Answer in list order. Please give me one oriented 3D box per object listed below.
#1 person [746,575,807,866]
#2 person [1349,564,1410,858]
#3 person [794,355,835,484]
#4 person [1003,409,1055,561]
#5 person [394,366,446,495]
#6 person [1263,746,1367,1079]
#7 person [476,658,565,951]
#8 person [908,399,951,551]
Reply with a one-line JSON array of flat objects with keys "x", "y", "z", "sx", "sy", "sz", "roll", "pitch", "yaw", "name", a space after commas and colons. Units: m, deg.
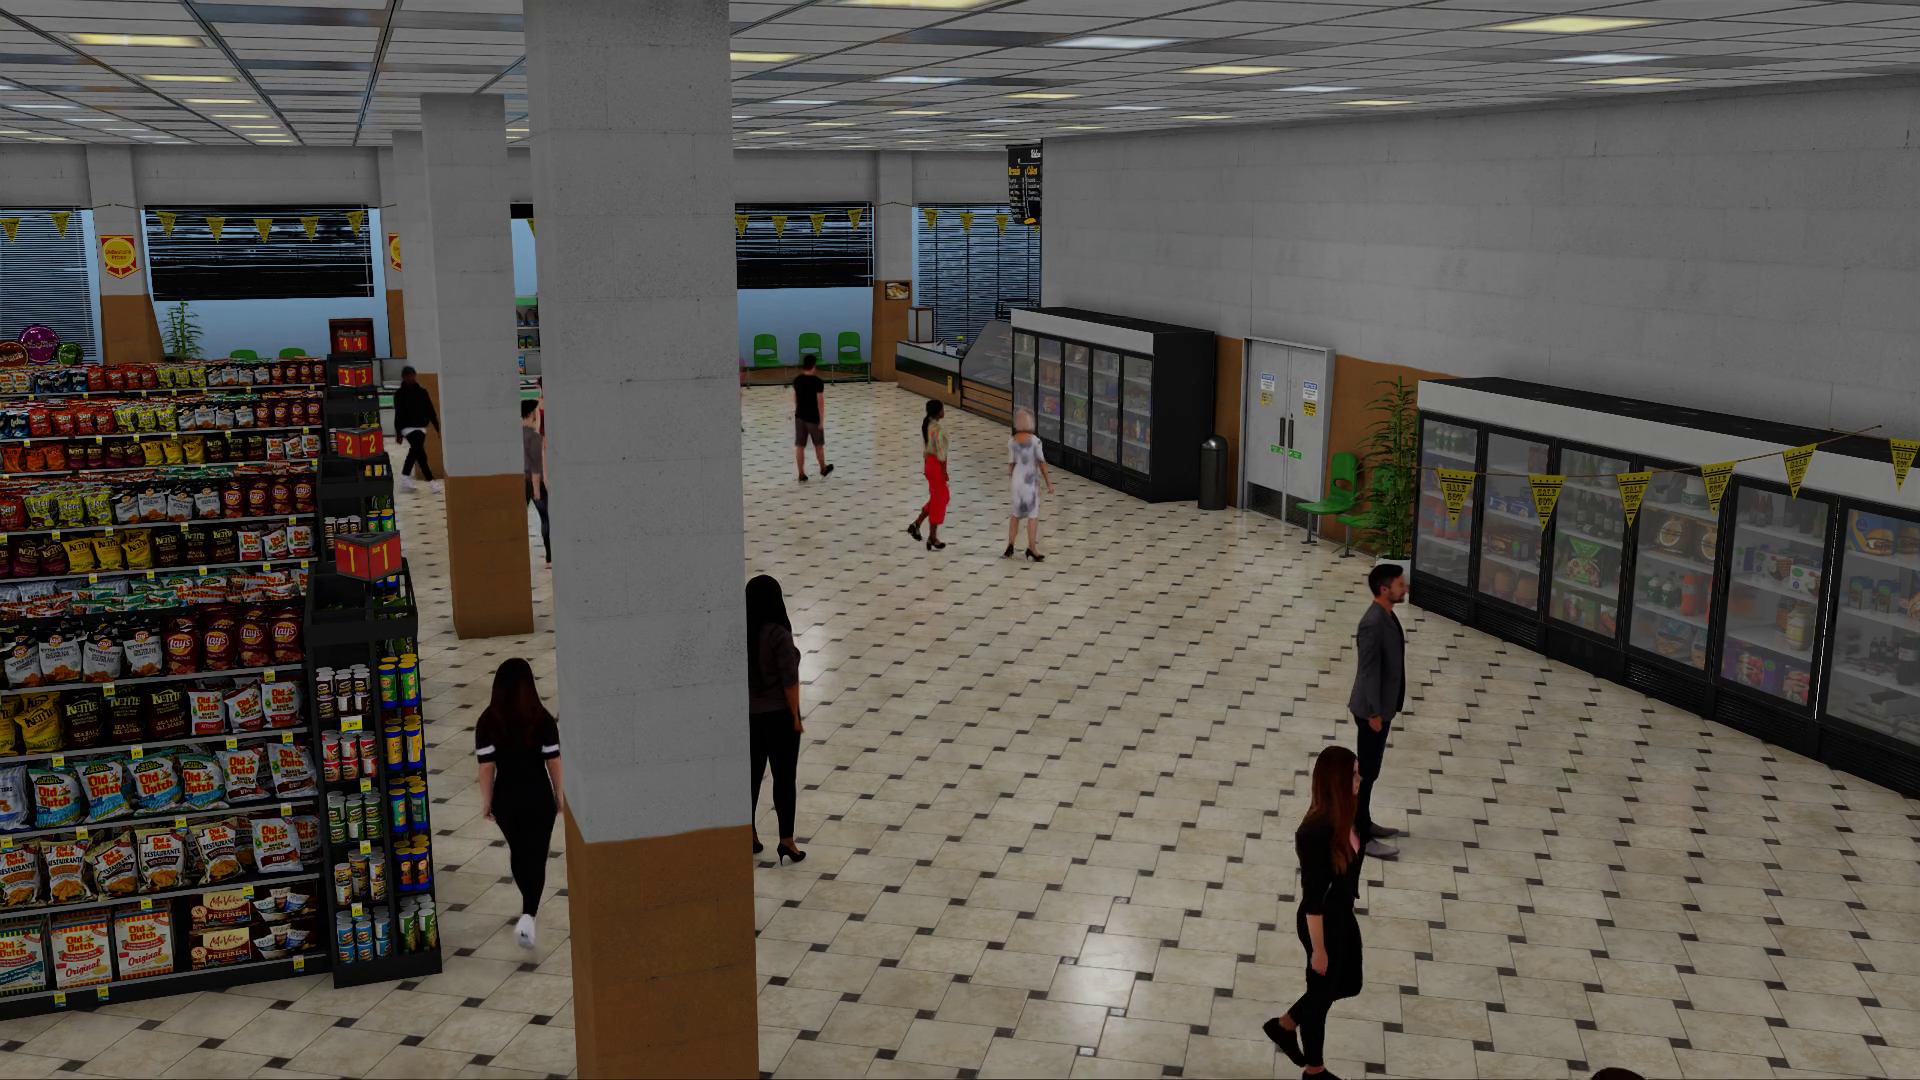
[{"x": -1.213, "y": 1.122, "z": 10.407, "sx": 0.750, "sy": 1.841, "sz": 0.799, "roll": 7, "pitch": 14, "yaw": 29, "name": "person"}, {"x": 2.654, "y": 1.057, "z": 10.636, "sx": 0.823, "sy": 1.873, "sz": 0.785, "roll": 4, "pitch": 13, "yaw": 18, "name": "person"}, {"x": -2.233, "y": -1.718, "z": 23.934, "sx": 1.143, "sy": 1.825, "sz": 1.156, "roll": 4, "pitch": 13, "yaw": 18, "name": "person"}, {"x": 0.741, "y": -0.621, "z": 18.941, "sx": 0.791, "sy": 1.735, "sz": 0.828, "roll": 11, "pitch": 16, "yaw": 41, "name": "person"}, {"x": -7.615, "y": -1.497, "z": 23.048, "sx": 1.281, "sy": 1.757, "sz": 1.270, "roll": 6, "pitch": 13, "yaw": 28, "name": "person"}, {"x": 1.618, "y": 1.755, "z": 7.726, "sx": 0.881, "sy": 1.707, "sz": 0.825, "roll": 7, "pitch": 14, "yaw": 30, "name": "person"}, {"x": -2.439, "y": 1.482, "z": 9.252, "sx": 1.055, "sy": 1.612, "sz": 0.801, "roll": -2, "pitch": 12, "yaw": -8, "name": "person"}, {"x": -0.374, "y": -0.748, "z": 19.426, "sx": 0.792, "sy": 1.784, "sz": 0.601, "roll": -5, "pitch": 13, "yaw": -24, "name": "person"}]
